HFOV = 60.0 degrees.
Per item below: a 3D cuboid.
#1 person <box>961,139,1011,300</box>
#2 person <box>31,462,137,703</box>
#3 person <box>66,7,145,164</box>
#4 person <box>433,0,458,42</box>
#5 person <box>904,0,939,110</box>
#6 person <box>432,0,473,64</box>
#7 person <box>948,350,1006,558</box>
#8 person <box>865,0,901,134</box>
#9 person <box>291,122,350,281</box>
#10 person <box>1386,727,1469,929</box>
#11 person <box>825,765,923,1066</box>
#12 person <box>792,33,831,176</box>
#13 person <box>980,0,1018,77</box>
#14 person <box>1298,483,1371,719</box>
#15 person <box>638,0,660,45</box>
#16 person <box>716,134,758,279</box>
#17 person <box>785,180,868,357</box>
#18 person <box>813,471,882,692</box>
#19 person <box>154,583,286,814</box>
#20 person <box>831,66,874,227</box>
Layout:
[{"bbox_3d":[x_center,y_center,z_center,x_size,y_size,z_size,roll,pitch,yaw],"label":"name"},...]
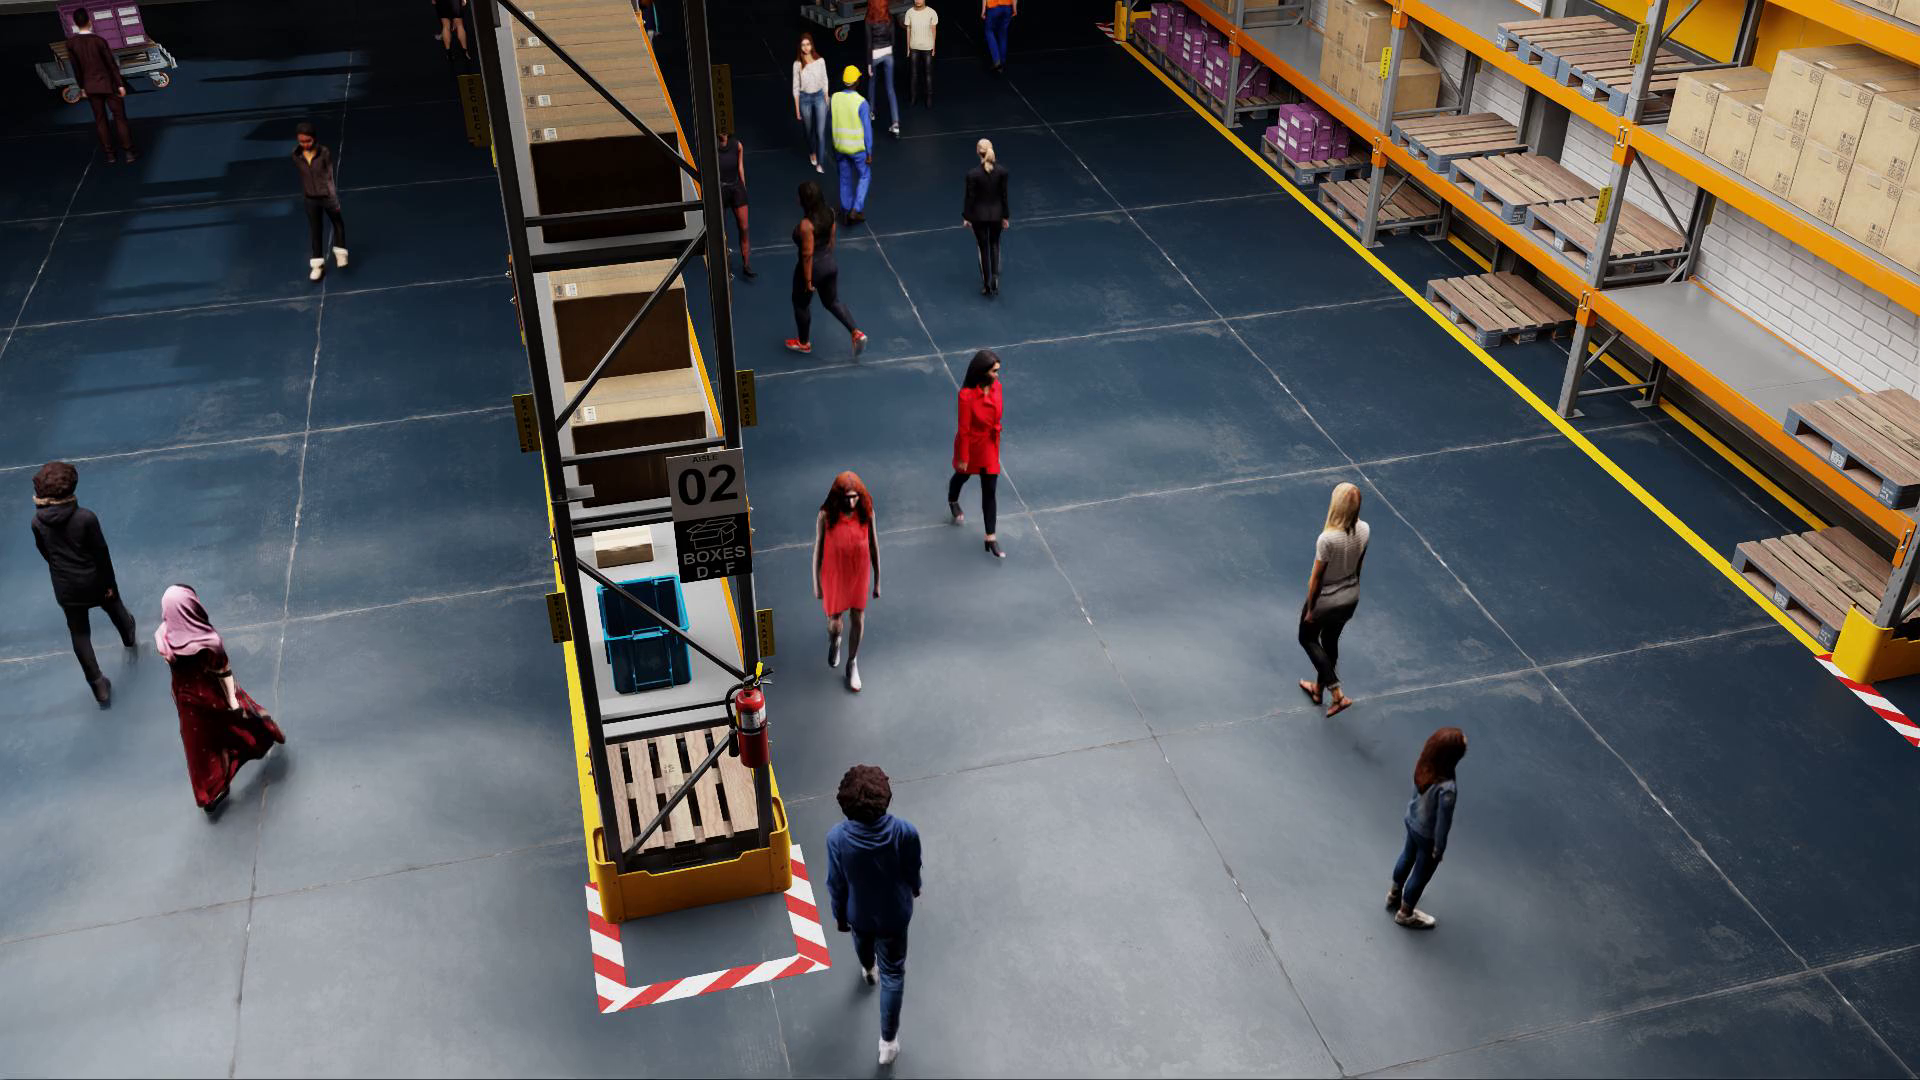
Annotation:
[{"bbox_3d":[0.300,-3.241,17.000,0.633,1.694,0.518,-8,34,-12],"label":"person"},{"bbox_3d":[-6.128,0.340,11.586,0.617,1.725,1.119,-9,35,-13],"label":"person"},{"bbox_3d":[-10.492,-5.541,20.307,0.721,1.864,0.651,-2,34,-4],"label":"person"},{"bbox_3d":[-7.619,-8.207,24.419,0.853,1.752,0.774,13,36,19],"label":"person"},{"bbox_3d":[-0.509,-6.523,22.034,0.655,1.587,0.624,6,34,9],"label":"person"},{"bbox_3d":[-7.268,-7.660,23.627,0.705,1.718,0.678,0,34,-1],"label":"person"},{"bbox_3d":[0.075,-0.744,13.236,0.906,1.702,1.154,-23,40,-30],"label":"person"},{"bbox_3d":[-0.973,-6.016,21.136,0.655,1.737,1.256,-11,35,-16],"label":"person"},{"bbox_3d":[-6.748,-3.545,17.495,0.811,1.653,0.687,-8,34,-12],"label":"person"},{"bbox_3d":[2.735,1.675,9.806,0.648,1.471,0.440,-5,34,-8],"label":"person"},{"bbox_3d":[-0.446,2.030,8.992,0.940,1.781,1.261,3,34,4],"label":"person"},{"bbox_3d":[-1.796,-5.314,20.123,0.710,1.689,1.131,-5,34,-7],"label":"person"},{"bbox_3d":[0.555,-7.352,23.024,0.696,1.872,0.684,-7,34,-11],"label":"person"},{"bbox_3d":[2.605,0.459,11.324,0.711,1.816,0.891,-16,37,-22],"label":"person"},{"bbox_3d":[-4.327,-6.981,22.839,0.772,1.458,1.039,-19,38,-26],"label":"person"},{"bbox_3d":[-2.499,-3.670,17.629,0.700,1.713,0.959,-13,36,-19],"label":"person"},{"bbox_3d":[-1.293,-2.551,15.878,1.210,1.786,1.085,22,39,29],"label":"person"},{"bbox_3d":[-0.818,0.242,11.657,0.611,1.809,0.682,-9,35,-13],"label":"person"},{"bbox_3d":[-4.869,1.023,10.658,0.951,1.613,1.176,6,34,9],"label":"person"},{"bbox_3d":[-1.261,-4.361,18.592,0.829,1.797,0.854,9,35,13],"label":"person"}]
